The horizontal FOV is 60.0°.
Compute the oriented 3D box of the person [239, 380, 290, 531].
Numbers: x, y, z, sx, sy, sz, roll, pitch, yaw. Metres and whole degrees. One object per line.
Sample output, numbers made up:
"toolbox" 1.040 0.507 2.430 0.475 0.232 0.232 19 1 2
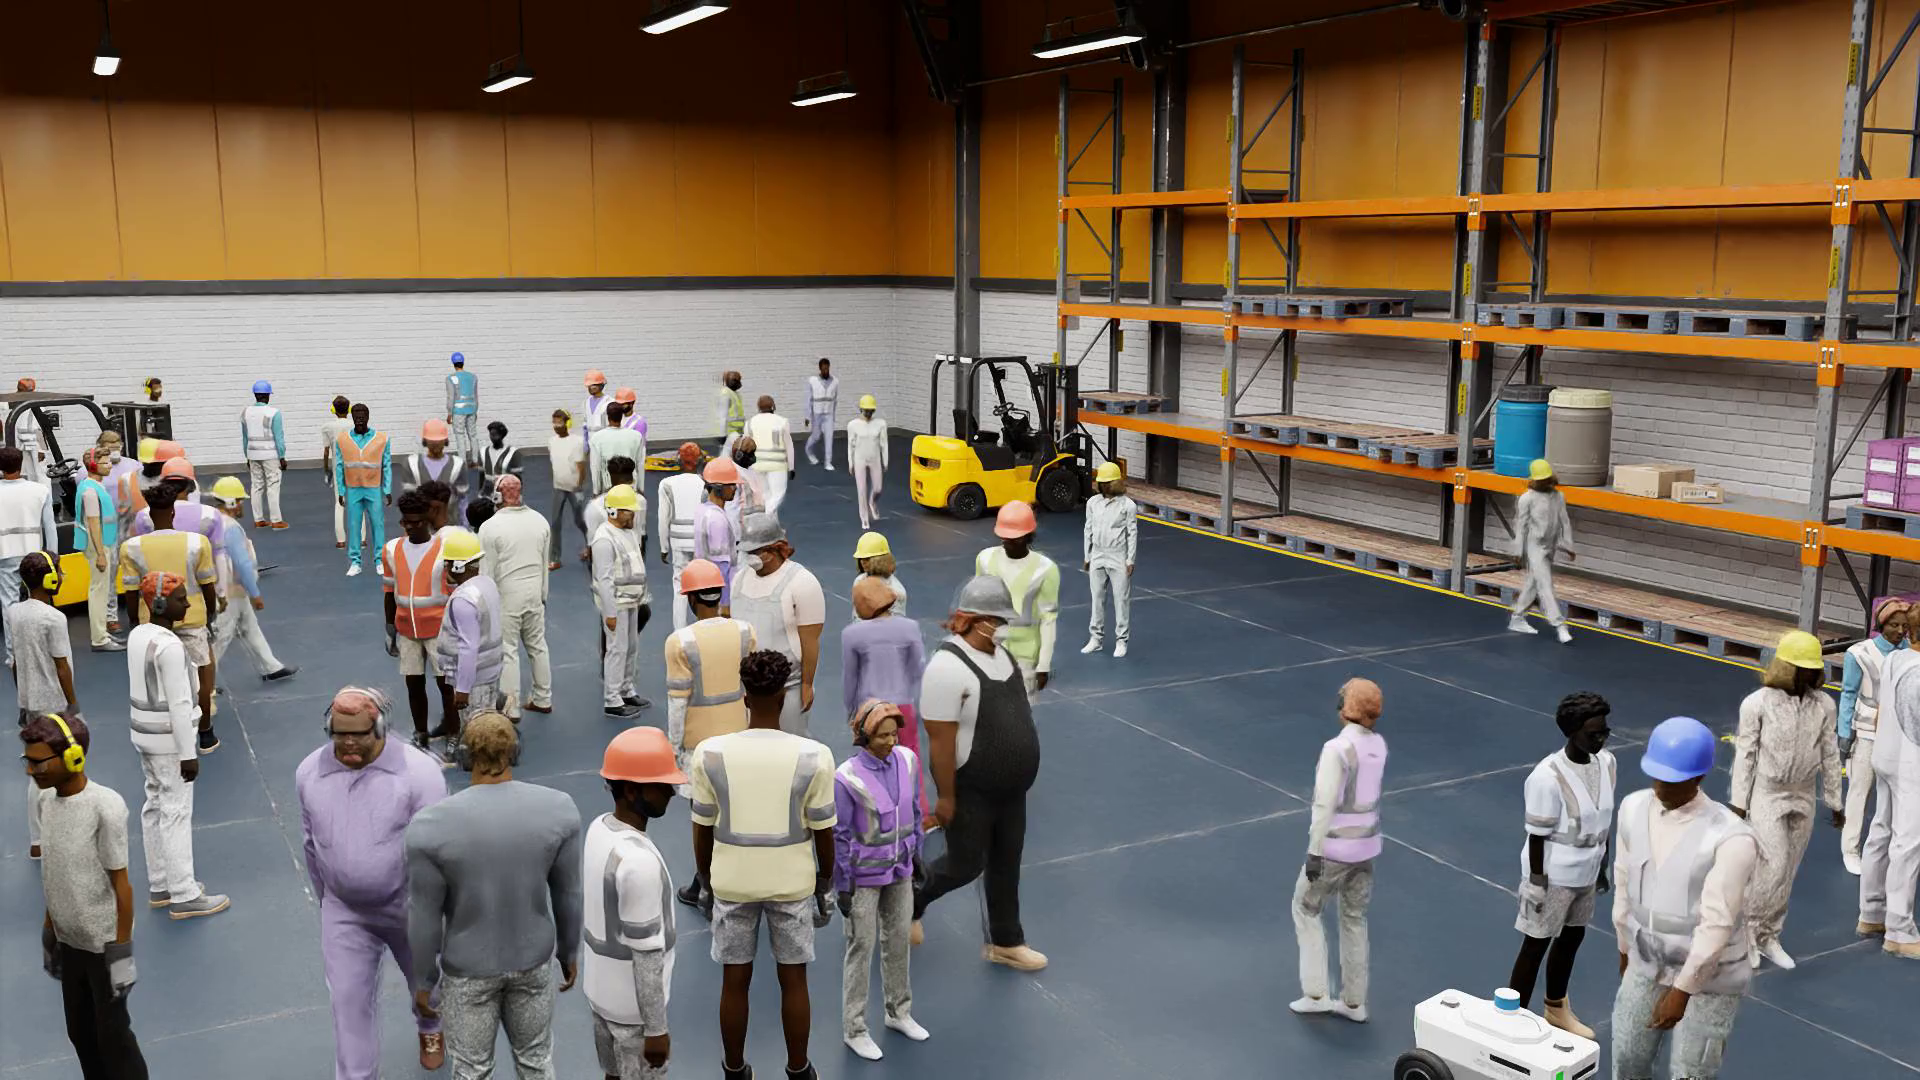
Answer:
"person" -8.934 -1.083 21.396 0.605 1.939 0.417 3 10 17

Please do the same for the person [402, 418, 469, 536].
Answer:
"person" -5.017 -0.183 15.979 0.622 2.023 0.807 -2 10 -14

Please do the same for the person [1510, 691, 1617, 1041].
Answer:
"person" 2.686 1.479 7.391 0.545 1.685 0.328 -7 12 -34

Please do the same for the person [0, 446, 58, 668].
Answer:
"person" -8.108 0.152 14.342 0.597 1.916 0.371 -6 11 -30

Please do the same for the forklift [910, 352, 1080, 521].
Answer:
"forklift" 0.460 -1.461 22.833 2.313 2.155 1.214 -5 11 -28

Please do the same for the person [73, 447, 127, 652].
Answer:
"person" -7.751 0.084 14.939 0.374 1.843 0.569 -5 11 -25

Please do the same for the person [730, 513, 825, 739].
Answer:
"person" -1.177 0.816 10.167 0.686 2.000 0.535 7 12 33

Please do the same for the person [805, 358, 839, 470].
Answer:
"person" -2.335 -2.109 27.567 0.606 1.865 0.903 -5 11 -26

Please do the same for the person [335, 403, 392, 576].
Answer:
"person" -6.602 -0.562 18.451 0.589 1.919 0.393 -2 10 -13

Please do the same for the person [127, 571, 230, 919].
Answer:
"person" -4.275 1.098 8.995 0.360 1.882 0.575 -10 14 -44

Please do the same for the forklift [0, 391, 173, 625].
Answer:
"forklift" -9.026 -0.363 16.508 1.214 2.155 2.313 6 11 29

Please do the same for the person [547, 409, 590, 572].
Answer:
"person" -4.426 -0.593 18.920 0.514 1.835 0.878 3 10 18

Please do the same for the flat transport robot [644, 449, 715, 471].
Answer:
"flat transport robot" -4.716 -1.333 27.630 0.652 0.197 1.431 4 11 22

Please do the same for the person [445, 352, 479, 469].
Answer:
"person" -8.149 -2.099 27.221 0.402 1.944 0.605 7 12 35

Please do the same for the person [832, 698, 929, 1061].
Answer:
"person" -0.372 1.497 7.427 0.313 1.631 0.524 9 13 42

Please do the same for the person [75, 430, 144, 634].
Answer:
"person" -7.935 -0.081 15.665 0.382 1.929 0.636 9 13 42

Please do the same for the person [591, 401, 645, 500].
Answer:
"person" -3.818 -0.590 18.617 0.597 1.914 0.373 -4 11 -24

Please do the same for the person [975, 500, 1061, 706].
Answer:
"person" 0.322 0.731 10.718 0.644 2.017 0.445 5 11 28

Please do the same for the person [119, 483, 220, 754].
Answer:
"person" -5.577 0.573 11.783 0.604 1.964 0.367 -5 11 -25

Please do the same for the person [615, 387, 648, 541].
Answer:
"person" -4.085 -0.926 20.531 0.386 1.929 0.548 -9 13 -42

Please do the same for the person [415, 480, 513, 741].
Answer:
"person" -3.665 0.525 12.133 0.592 1.938 0.628 -2 10 -13

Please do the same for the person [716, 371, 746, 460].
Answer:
"person" -3.274 -1.598 24.700 0.824 1.809 0.651 1 10 7

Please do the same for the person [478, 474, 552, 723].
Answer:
"person" -3.432 0.442 12.752 0.398 1.899 0.638 6 12 33

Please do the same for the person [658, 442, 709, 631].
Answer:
"person" -2.408 0.059 14.969 0.587 1.883 0.341 0 10 2

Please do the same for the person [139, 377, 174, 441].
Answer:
"person" -11.222 -1.348 23.192 0.623 1.848 0.531 4 11 23

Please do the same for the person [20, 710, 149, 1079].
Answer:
"person" -3.369 1.562 6.417 0.528 1.857 0.332 6 11 29

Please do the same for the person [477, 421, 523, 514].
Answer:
"person" -5.229 -0.548 19.049 0.536 1.674 0.707 3 10 14

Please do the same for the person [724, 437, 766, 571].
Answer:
"person" -2.078 -0.084 15.966 0.429 1.833 0.636 2 10 9

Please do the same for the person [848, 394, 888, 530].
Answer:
"person" -1.201 -1.026 21.587 0.533 1.751 0.487 -2 10 -9

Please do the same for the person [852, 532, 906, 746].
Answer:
"person" -0.551 0.796 11.179 0.358 1.734 0.486 -8 13 -40

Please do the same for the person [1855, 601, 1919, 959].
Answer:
"person" 4.855 1.205 8.502 0.349 1.842 0.505 0 10 3

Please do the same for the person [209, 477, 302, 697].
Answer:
"person" -5.883 0.373 13.481 0.941 1.784 0.604 -7 12 -35

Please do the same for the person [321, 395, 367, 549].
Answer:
"person" -7.411 -0.815 20.090 0.509 1.860 0.334 -3 10 -18

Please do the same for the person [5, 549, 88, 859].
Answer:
"person" -5.329 0.981 9.750 0.514 1.860 0.326 6 11 30

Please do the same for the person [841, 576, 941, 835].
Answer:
"person" -0.426 1.020 10.229 0.608 1.604 0.406 -1 10 -6

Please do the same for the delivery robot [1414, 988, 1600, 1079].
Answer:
"delivery robot" 2.240 2.089 6.840 0.477 0.478 0.707 -9 13 -40

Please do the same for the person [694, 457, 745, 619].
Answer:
"person" -1.813 0.386 12.636 0.391 2.040 0.615 -4 11 -20

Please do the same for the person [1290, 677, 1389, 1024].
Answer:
"person" 1.794 1.452 7.757 0.593 1.609 0.375 -8 13 -40

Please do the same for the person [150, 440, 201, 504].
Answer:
"person" -6.911 0.080 14.731 0.389 1.930 0.544 -1 10 -3

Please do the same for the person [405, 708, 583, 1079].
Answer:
"person" -1.707 1.570 6.155 0.636 1.931 0.377 -5 11 -28

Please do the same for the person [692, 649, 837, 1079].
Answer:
"person" -0.809 1.420 6.947 0.599 1.958 0.381 0 10 -2

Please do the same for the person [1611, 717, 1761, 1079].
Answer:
"person" 2.612 1.571 6.150 0.458 1.929 0.602 -5 11 -28

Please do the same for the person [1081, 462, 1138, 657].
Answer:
"person" 1.319 0.171 14.740 0.492 1.740 0.325 5 11 28

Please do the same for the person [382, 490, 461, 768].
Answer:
"person" -3.726 0.615 11.577 0.607 1.956 0.384 2 10 9

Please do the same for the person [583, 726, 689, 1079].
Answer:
"person" -1.142 1.607 5.920 0.376 1.934 0.547 -5 11 -28

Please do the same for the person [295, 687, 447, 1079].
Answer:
"person" -2.412 1.480 6.946 0.650 1.852 1.021 0 10 -2

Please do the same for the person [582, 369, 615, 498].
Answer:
"person" -4.798 -1.252 22.118 0.601 2.036 0.421 6 12 32

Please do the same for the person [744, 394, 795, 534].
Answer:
"person" -2.394 -0.897 20.696 0.639 1.818 0.769 4 11 22

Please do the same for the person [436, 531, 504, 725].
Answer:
"person" -3.113 0.846 10.589 0.403 1.830 0.598 0 10 -1

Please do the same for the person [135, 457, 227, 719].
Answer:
"person" -5.941 0.378 12.726 0.619 2.028 0.409 -5 11 -27

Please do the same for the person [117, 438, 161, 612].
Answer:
"person" -7.413 0.002 15.257 0.621 1.898 0.438 -2 10 -13

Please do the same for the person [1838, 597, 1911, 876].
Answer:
"person" 5.300 1.127 9.555 0.528 1.630 0.319 0 10 1

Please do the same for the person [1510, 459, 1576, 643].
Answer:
"person" 5.395 0.095 15.342 0.484 1.684 0.816 -6 11 -29

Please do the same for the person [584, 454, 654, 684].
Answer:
"person" -2.797 0.251 13.685 0.425 1.946 0.634 8 12 38

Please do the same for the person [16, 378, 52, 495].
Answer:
"person" -12.537 -1.243 22.477 0.574 1.882 0.356 6 11 31

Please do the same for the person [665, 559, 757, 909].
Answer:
"person" -1.368 1.058 9.099 0.542 1.929 0.369 -7 12 -36

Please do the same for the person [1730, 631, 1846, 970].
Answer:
"person" 4.122 1.298 8.271 0.491 1.730 0.387 -2 10 -11

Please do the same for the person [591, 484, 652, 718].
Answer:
"person" -2.614 0.470 12.814 0.403 1.817 0.601 1 10 7

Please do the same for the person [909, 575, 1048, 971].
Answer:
"person" 0.050 1.140 8.298 0.737 2.000 0.698 7 12 34
